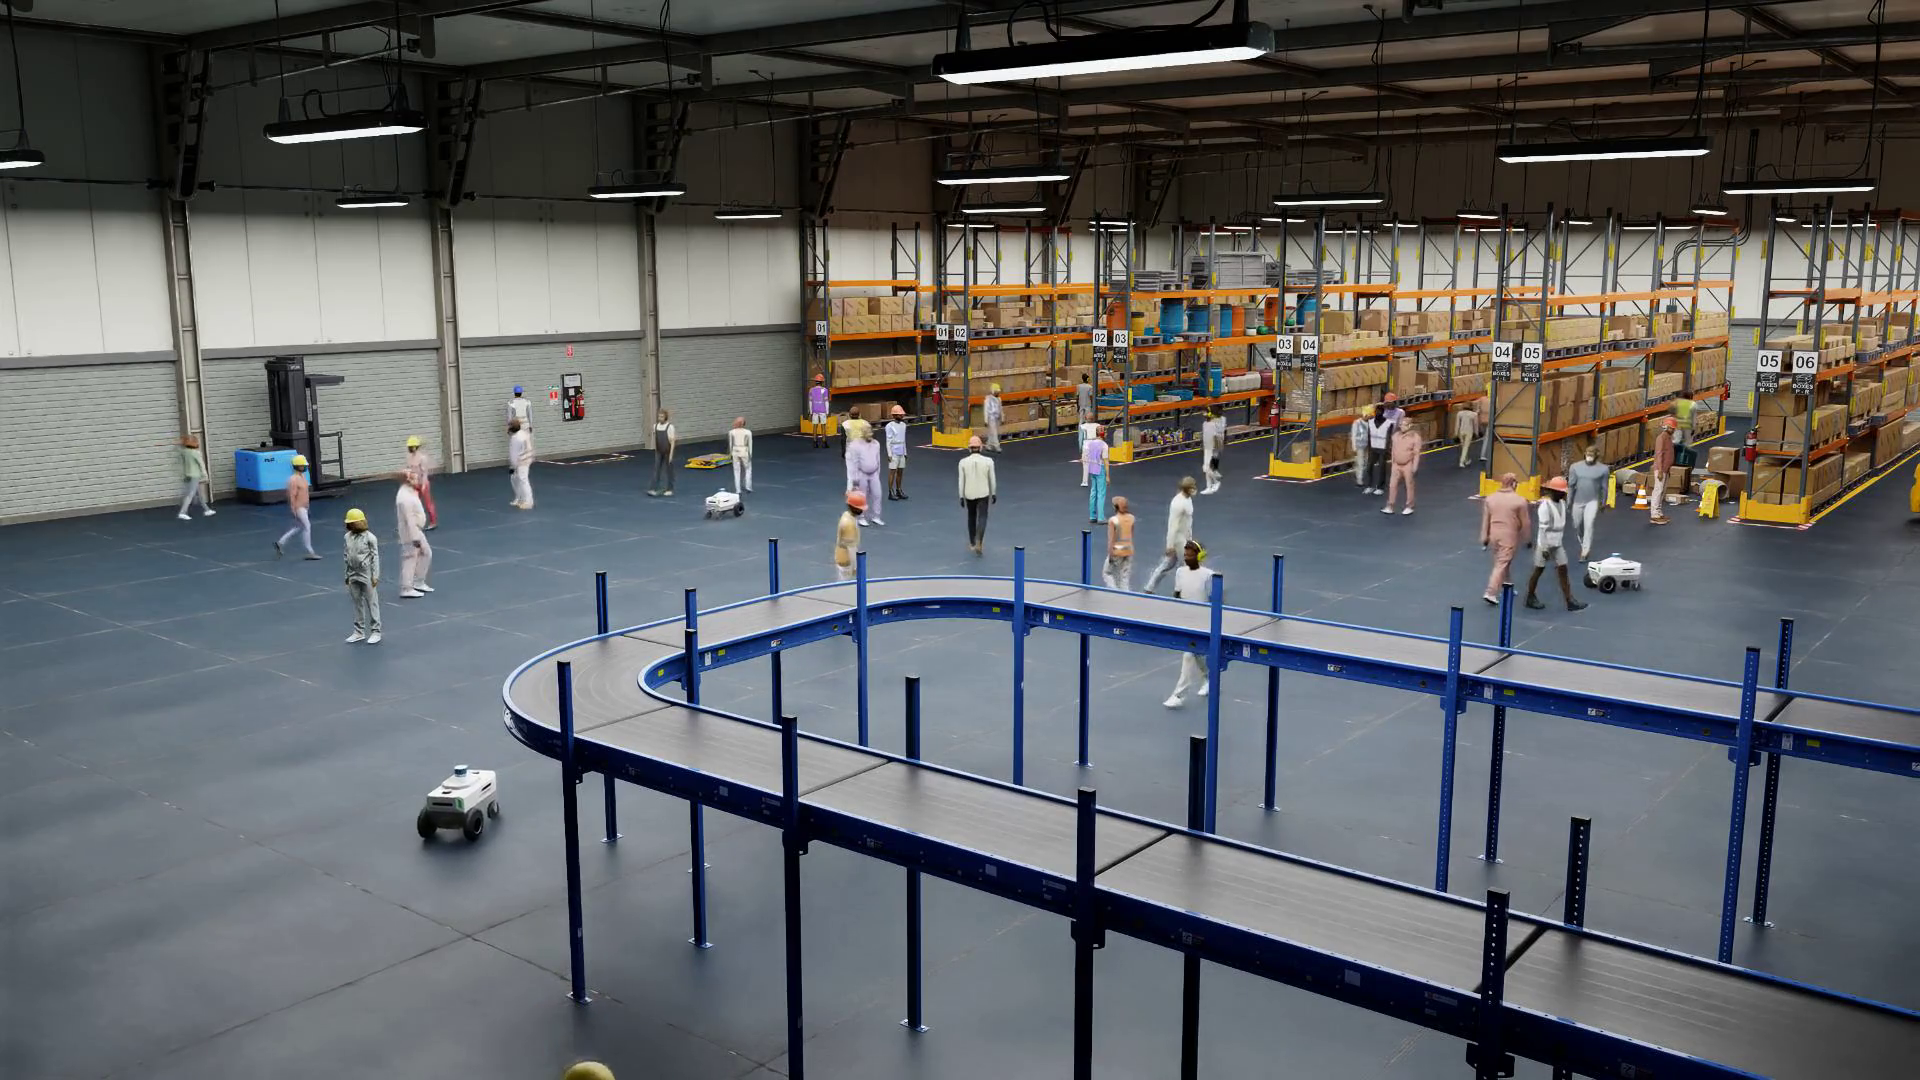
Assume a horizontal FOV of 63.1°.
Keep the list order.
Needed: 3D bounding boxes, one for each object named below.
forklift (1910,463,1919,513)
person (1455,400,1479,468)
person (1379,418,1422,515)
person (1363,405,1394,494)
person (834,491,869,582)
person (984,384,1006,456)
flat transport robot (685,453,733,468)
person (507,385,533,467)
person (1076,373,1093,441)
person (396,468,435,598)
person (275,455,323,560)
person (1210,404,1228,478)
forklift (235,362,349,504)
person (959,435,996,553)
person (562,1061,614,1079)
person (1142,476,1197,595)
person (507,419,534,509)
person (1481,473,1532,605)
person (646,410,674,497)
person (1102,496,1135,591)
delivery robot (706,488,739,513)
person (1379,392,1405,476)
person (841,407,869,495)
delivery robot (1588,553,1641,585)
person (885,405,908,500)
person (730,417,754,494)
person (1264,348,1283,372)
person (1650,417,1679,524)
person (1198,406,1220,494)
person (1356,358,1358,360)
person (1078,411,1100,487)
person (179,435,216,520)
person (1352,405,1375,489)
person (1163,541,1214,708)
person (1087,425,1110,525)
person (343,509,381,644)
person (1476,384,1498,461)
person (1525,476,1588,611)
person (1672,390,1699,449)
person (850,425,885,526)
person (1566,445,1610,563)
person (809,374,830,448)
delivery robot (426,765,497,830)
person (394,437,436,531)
[{"bbox_3d":[19.034,-1.348,28.998,2.313,2.155,1.214,8,13,37],"label":"forklift"},{"bbox_3d":[12.066,-2.529,37.247,0.500,1.584,0.896,9,13,41],"label":"person"},{"bbox_3d":[8.453,-1.394,30.015,0.878,1.872,0.673,-9,13,-41],"label":"person"},{"bbox_3d":[8.740,-1.885,32.739,0.593,1.891,0.673,9,13,40],"label":"person"},{"bbox_3d":[-1.423,0.272,20.633,0.636,1.880,0.581,0,10,3],"label":"person"},{"bbox_3d":[0.895,-3.047,39.561,0.769,1.800,0.614,8,13,36],"label":"person"},{"bbox_3d":[-5.952,-1.899,37.510,0.652,0.197,1.431,4,11,20],"label":"flat transport robot"},{"bbox_3d":[-10.448,-2.695,37.150,0.603,1.949,0.389,-6,12,-31],"label":"person"},{"bbox_3d":[3.404,-3.605,42.492,0.533,1.870,0.315,6,12,30],"label":"person"},{"bbox_3d":[-7.885,-0.104,22.738,0.590,1.885,0.669,-3,10,-16],"label":"person"},{"bbox_3d":[-10.876,-0.535,25.596,0.707,1.745,0.519,-1,10,-4],"label":"person"},{"bbox_3d":[5.817,-2.240,35.333,0.545,1.687,0.361,-8,13,-40],"label":"person"},{"bbox_3d":[-13.803,-2.244,32.110,1.129,2.768,1.873,8,13,37],"label":"forklift"},{"bbox_3d":[0.275,-0.766,26.256,0.625,1.967,0.849,2,10,11],"label":"person"},{"bbox_3d":[-1.439,2.854,6.063,0.595,1.901,0.794,-2,10,-13],"label":"person"},{"bbox_3d":[3.052,0.011,22.107,1.023,1.899,0.652,3,10,16],"label":"person"},{"bbox_3d":[-8.709,-1.497,30.862,0.534,1.800,0.708,-2,10,-11],"label":"person"},{"bbox_3d":[7.785,-0.026,22.396,0.991,1.862,0.635,-7,12,-34],"label":"person"},{"bbox_3d":[-6.185,-1.779,32.376,0.522,1.810,0.827,4,11,19],"label":"person"},{"bbox_3d":[2.219,0.191,21.803,0.525,1.626,0.380,-7,12,-36],"label":"person"},{"bbox_3d":[-4.540,-0.744,29.947,0.477,0.478,0.707,5,11,27],"label":"delivery robot"},{"bbox_3d":[9.408,-2.213,34.218,0.621,2.031,0.405,2,10,11],"label":"person"},{"bbox_3d":[-2.196,-1.875,32.835,0.627,1.845,0.429,-2,10,-14],"label":"person"},{"bbox_3d":[9.742,0.440,23.282,0.707,0.478,0.477,-2,10,-9],"label":"delivery robot"},{"bbox_3d":[-1.279,-1.791,32.113,0.402,1.941,0.551,8,13,39],"label":"person"},{"bbox_3d":[-4.593,-1.780,32.924,0.529,1.619,0.566,1,10,7],"label":"person"},{"bbox_3d":[10.806,-5.615,53.664,0.699,1.913,0.854,0,10,2],"label":"person"},{"bbox_3d":[13.162,-1.308,29.241,0.393,1.985,0.611,7,12,36],"label":"person"},{"bbox_3d":[5.198,-1.875,32.790,0.390,1.852,0.562,-4,11,-20],"label":"person"},{"bbox_3d":[13.750,-5.783,54.941,0.885,1.794,0.618,5,11,25],"label":"person"},{"bbox_3d":[2.818,-1.972,33.950,0.523,1.638,0.310,-3,10,-16],"label":"person"},{"bbox_3d":[-14.577,-1.200,29.751,0.518,1.589,0.864,5,11,26],"label":"person"},{"bbox_3d":[8.671,-2.001,33.632,0.603,1.811,0.414,-6,12,-29],"label":"person"},{"bbox_3d":[2.579,0.891,17.346,0.991,1.824,0.542,-10,14,-43],"label":"person"},{"bbox_3d":[2.589,-1.218,29.121,0.382,1.845,0.571,-6,12,-30],"label":"person"},{"bbox_3d":[-7.661,0.457,19.992,0.492,1.740,0.324,3,11,17],"label":"person"},{"bbox_3d":[13.051,-2.902,38.567,0.612,1.846,1.017,9,13,41],"label":"person"},{"bbox_3d":[8.312,0.069,21.742,0.581,1.891,0.954,-7,12,-33],"label":"person"},{"bbox_3d":[17.476,-2.718,37.757,0.622,1.789,1.011,8,13,38],"label":"person"},{"bbox_3d":[-1.679,-1.175,28.768,0.658,1.885,0.680,-6,12,-32],"label":"person"},{"bbox_3d":[10.289,-0.630,25.644,0.635,1.913,0.832,6,12,31],"label":"person"},{"bbox_3d":[-3.685,-3.383,41.052,0.542,1.938,0.358,3,10,16],"label":"person"},{"bbox_3d":[-4.286,2.184,13.464,0.477,0.478,0.707,2,10,9],"label":"delivery robot"},{"bbox_3d":[-9.816,-0.991,28.185,0.543,1.711,0.895,5,11,26],"label":"person"}]
